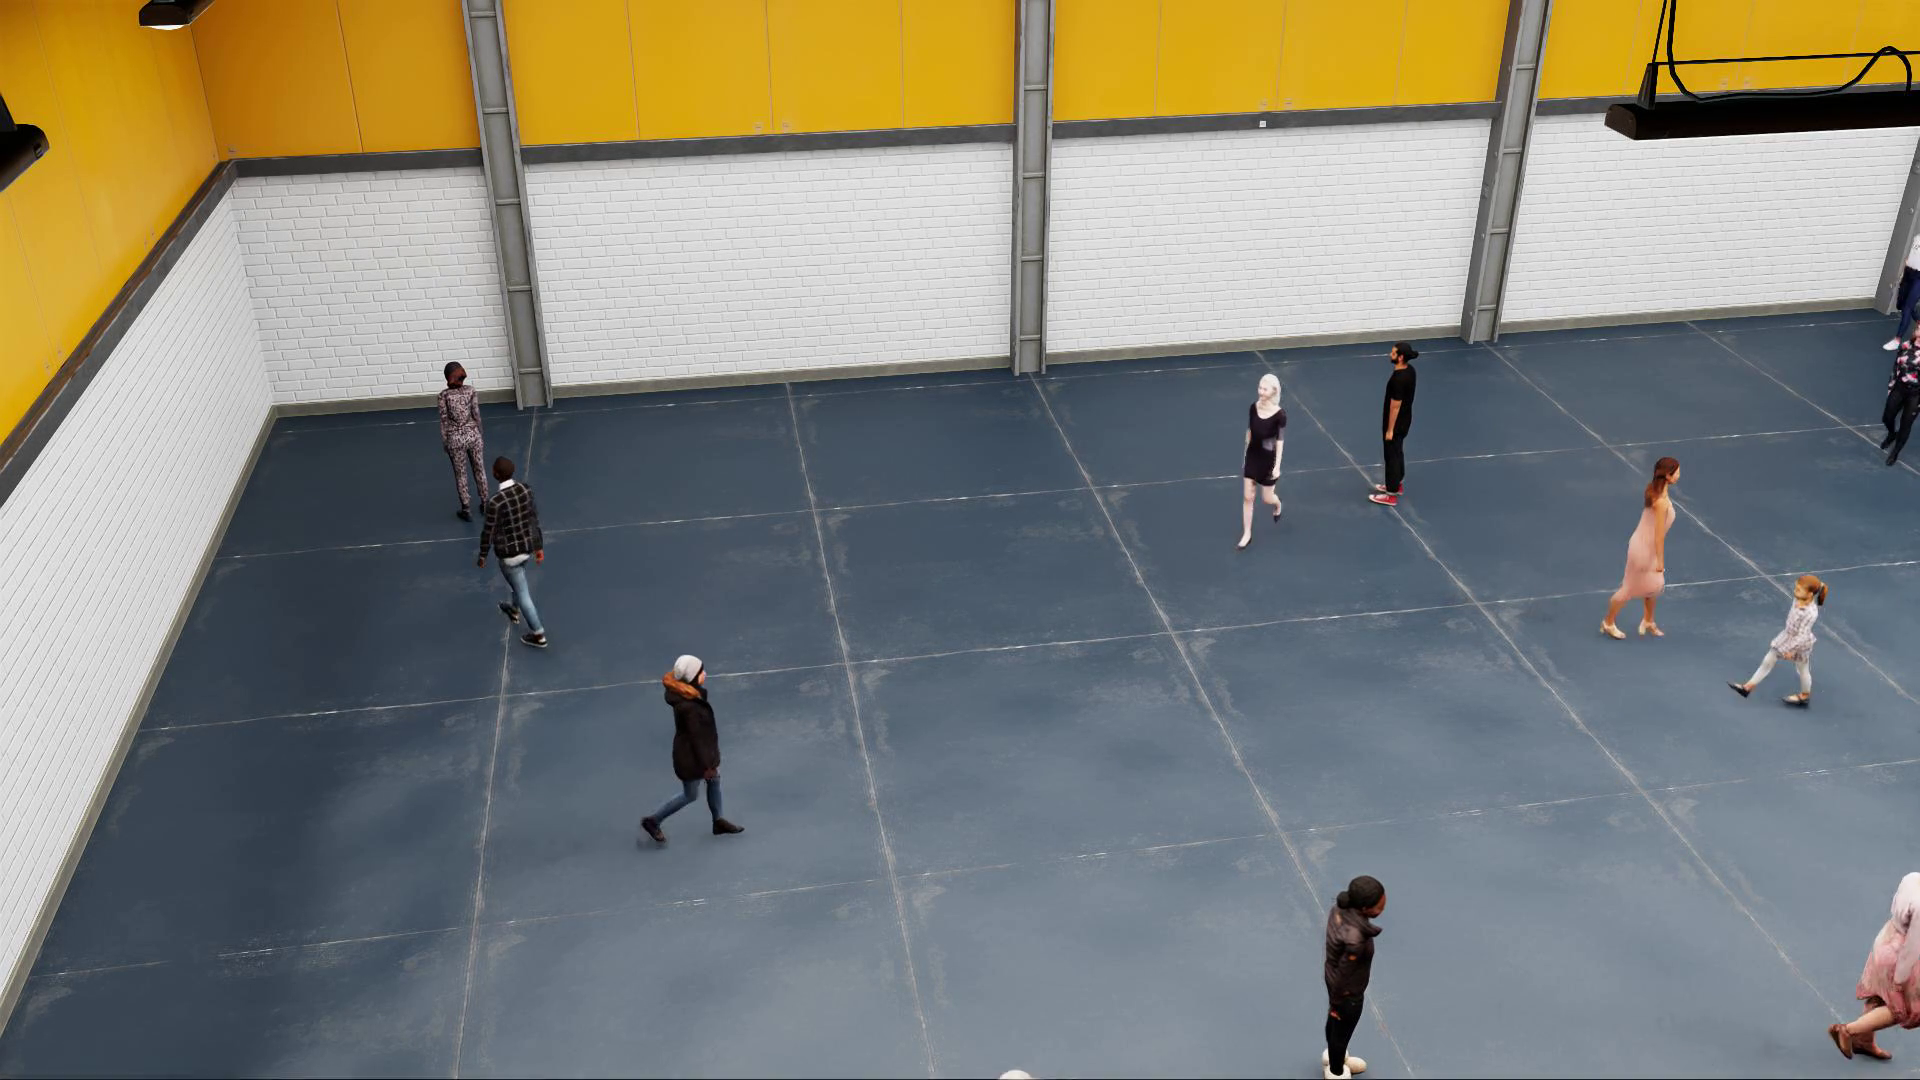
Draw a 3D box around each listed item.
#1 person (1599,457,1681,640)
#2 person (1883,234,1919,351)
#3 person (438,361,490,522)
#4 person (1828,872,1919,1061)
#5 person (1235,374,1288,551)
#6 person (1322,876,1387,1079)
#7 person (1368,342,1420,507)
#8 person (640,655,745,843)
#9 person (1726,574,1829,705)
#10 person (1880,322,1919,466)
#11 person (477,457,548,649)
[{"bbox_3d":[5.990,0.087,14.808,0.922,1.807,0.820,8,30,15],"label":"person"},{"bbox_3d":[12.133,-3.268,21.009,0.962,1.759,0.668,-9,30,-16],"label":"person"},{"bbox_3d":[-5.047,-1.013,16.922,0.615,1.715,0.716,-19,34,-30],"label":"person"},{"bbox_3d":[5.770,2.587,10.355,0.813,1.683,0.726,6,29,12],"label":"person"},{"bbox_3d":[3.024,-0.782,16.394,0.943,1.814,1.024,21,35,33],"label":"person"},{"bbox_3d":[2.344,2.713,10.150,0.611,1.659,0.667,-5,29,-8],"label":"person"},{"bbox_3d":[4.539,-1.223,17.266,0.717,1.753,0.701,12,31,20],"label":"person"},{"bbox_3d":[-2.034,1.581,12.274,1.017,1.611,0.713,-1,29,-3],"label":"person"},{"bbox_3d":[7.081,0.873,13.933,0.971,1.266,0.668,2,29,4],"label":"person"},{"bbox_3d":[10.372,-1.638,18.112,0.757,1.673,0.823,26,38,38],"label":"person"},{"bbox_3d":[-3.878,0.141,14.726,1.135,1.791,1.061,17,33,28],"label":"person"}]
